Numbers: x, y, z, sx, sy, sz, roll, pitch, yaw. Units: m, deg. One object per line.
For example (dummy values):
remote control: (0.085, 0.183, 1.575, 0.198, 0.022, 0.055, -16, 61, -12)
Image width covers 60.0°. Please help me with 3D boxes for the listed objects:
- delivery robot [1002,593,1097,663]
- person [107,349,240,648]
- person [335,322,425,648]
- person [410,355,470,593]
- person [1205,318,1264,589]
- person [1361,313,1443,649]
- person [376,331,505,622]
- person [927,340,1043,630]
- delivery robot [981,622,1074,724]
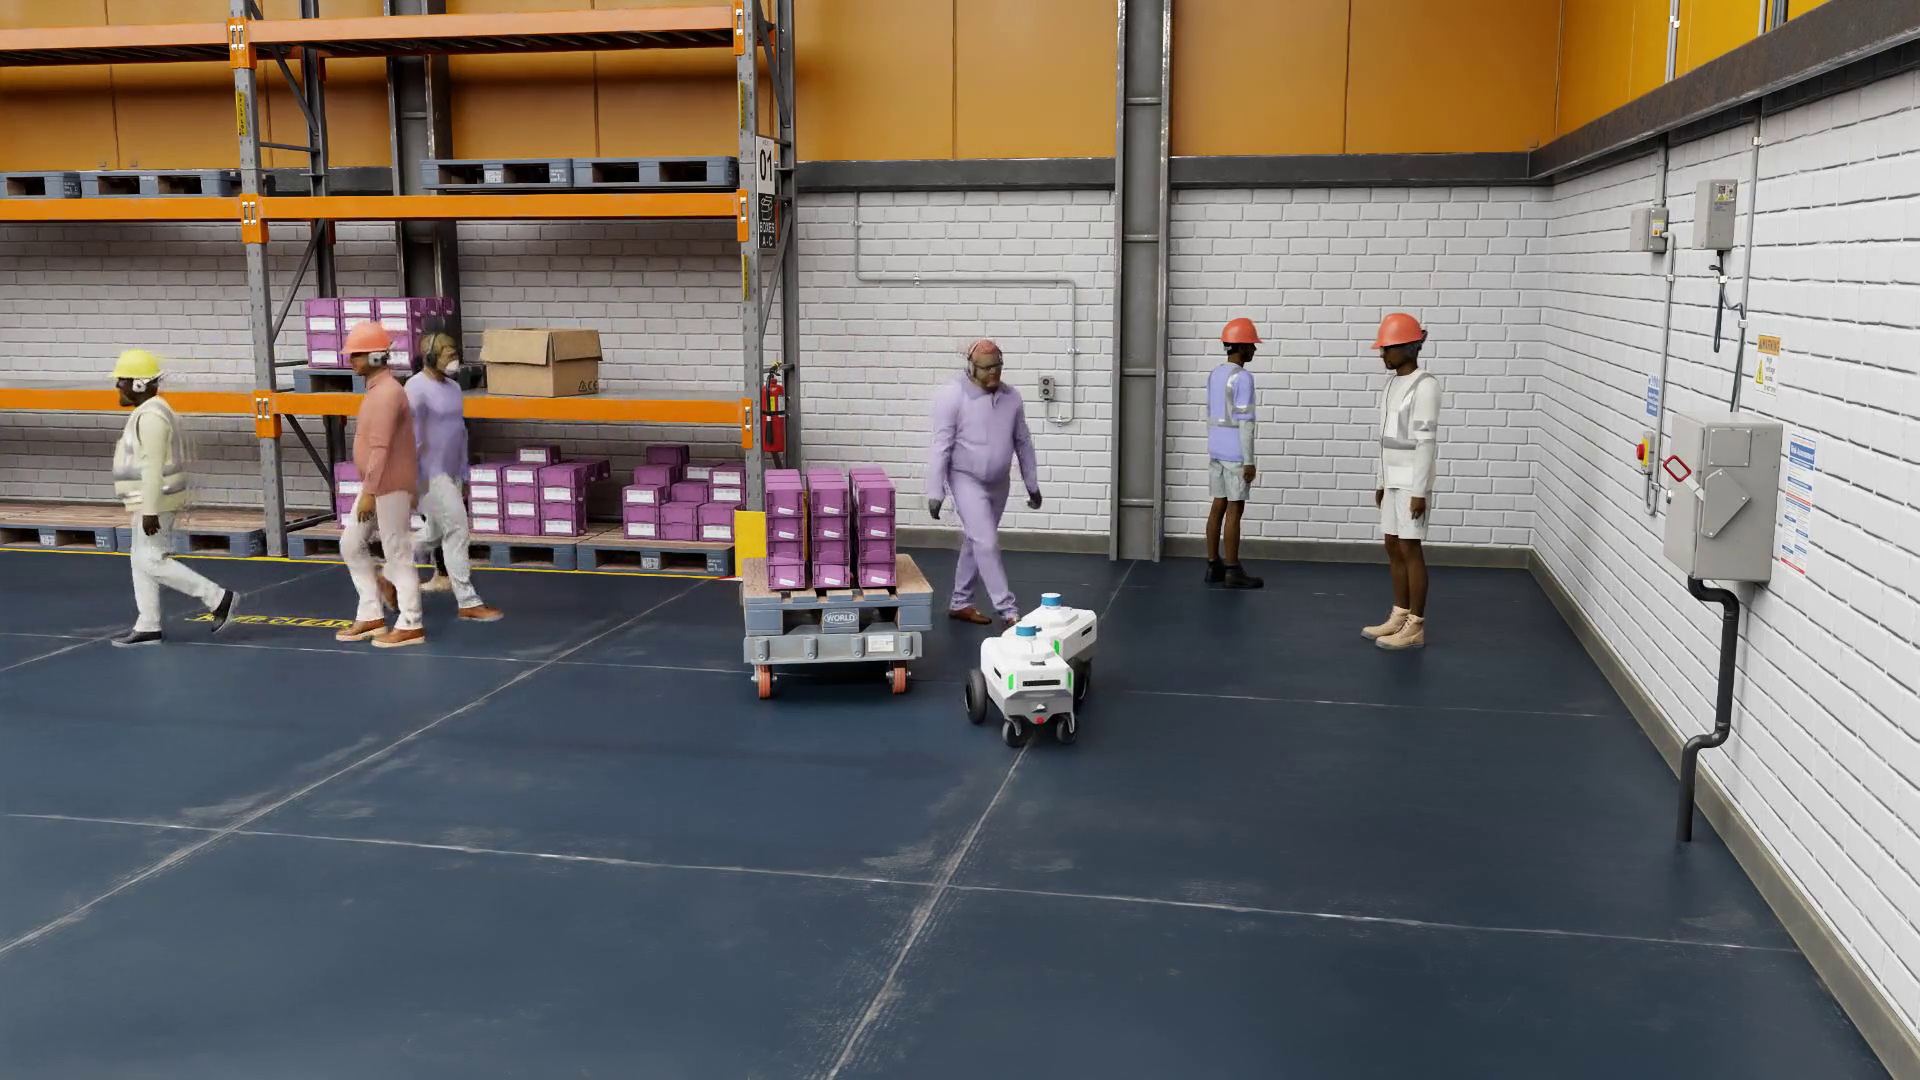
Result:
delivery robot: (0.485, 0.529, 8.906, 0.477, 0.478, 0.707, 4, 10, 21)
person: (-4.805, -0.247, 10.060, 0.645, 1.818, 0.598, -5, 11, -27)
person: (-3.556, -0.310, 9.991, 0.639, 1.972, 0.620, -6, 11, -30)
person: (-3.706, -0.456, 11.689, 0.366, 1.685, 0.551, 1, 9, 7)
person: (1.976, -0.624, 11.971, 0.374, 1.939, 0.545, -3, 10, -18)
person: (2.668, -0.356, 10.093, 0.412, 2.033, 0.612, -1, 10, -9)
person: (-3.473, -0.413, 10.848, 0.929, 1.904, 0.637, 1, 10, 9)
person: (0.198, -0.325, 10.421, 0.743, 1.842, 0.911, -8, 12, -40)
delivery robot: (0.324, 0.648, 8.187, 0.477, 0.478, 0.707, -2, 10, -10)
